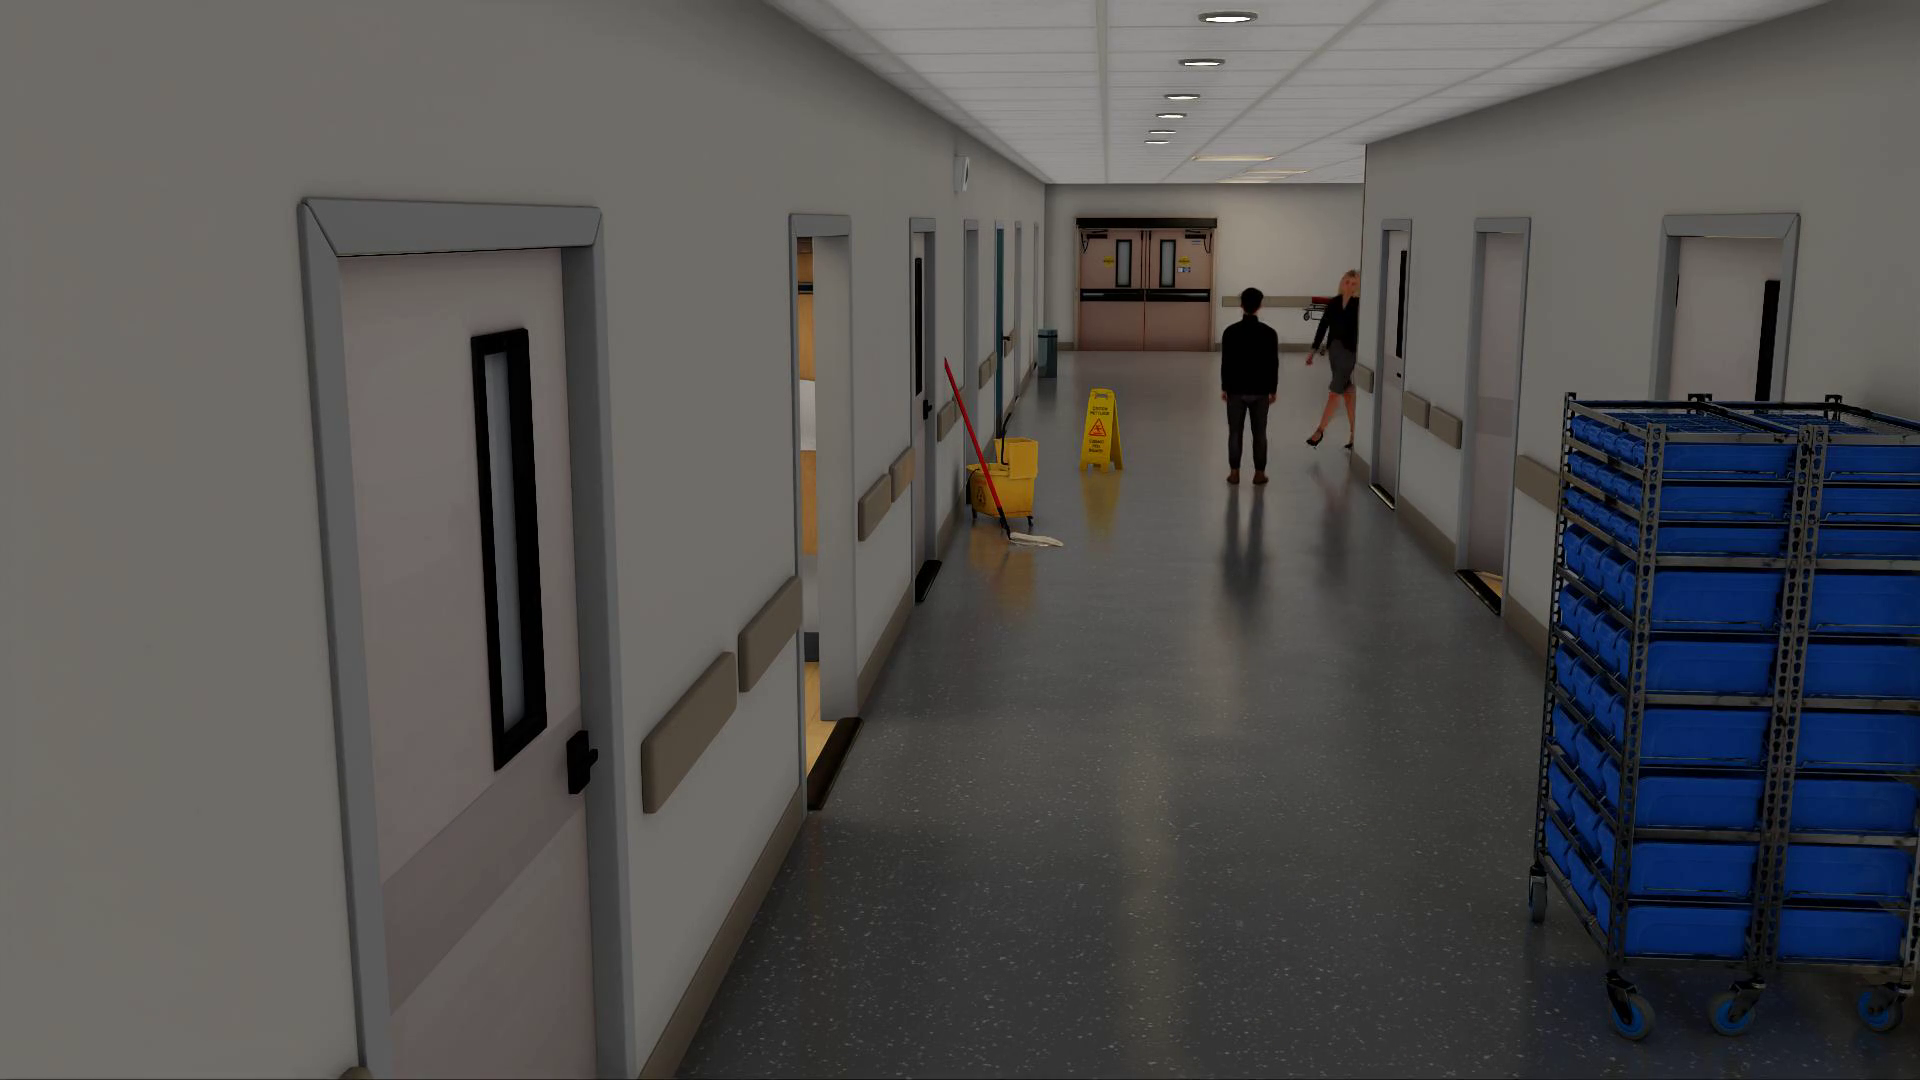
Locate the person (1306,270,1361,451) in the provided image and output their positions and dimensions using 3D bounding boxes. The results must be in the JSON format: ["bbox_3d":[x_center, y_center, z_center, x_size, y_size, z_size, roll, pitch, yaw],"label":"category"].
[{"bbox_3d":[3.900,-1.761,16.638,1.191,1.788,1.116,-9,14,-39],"label":"person"}]

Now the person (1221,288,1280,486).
[{"bbox_3d":[2.546,-1.356,14.678,0.666,1.723,0.547,2,11,10],"label":"person"}]
